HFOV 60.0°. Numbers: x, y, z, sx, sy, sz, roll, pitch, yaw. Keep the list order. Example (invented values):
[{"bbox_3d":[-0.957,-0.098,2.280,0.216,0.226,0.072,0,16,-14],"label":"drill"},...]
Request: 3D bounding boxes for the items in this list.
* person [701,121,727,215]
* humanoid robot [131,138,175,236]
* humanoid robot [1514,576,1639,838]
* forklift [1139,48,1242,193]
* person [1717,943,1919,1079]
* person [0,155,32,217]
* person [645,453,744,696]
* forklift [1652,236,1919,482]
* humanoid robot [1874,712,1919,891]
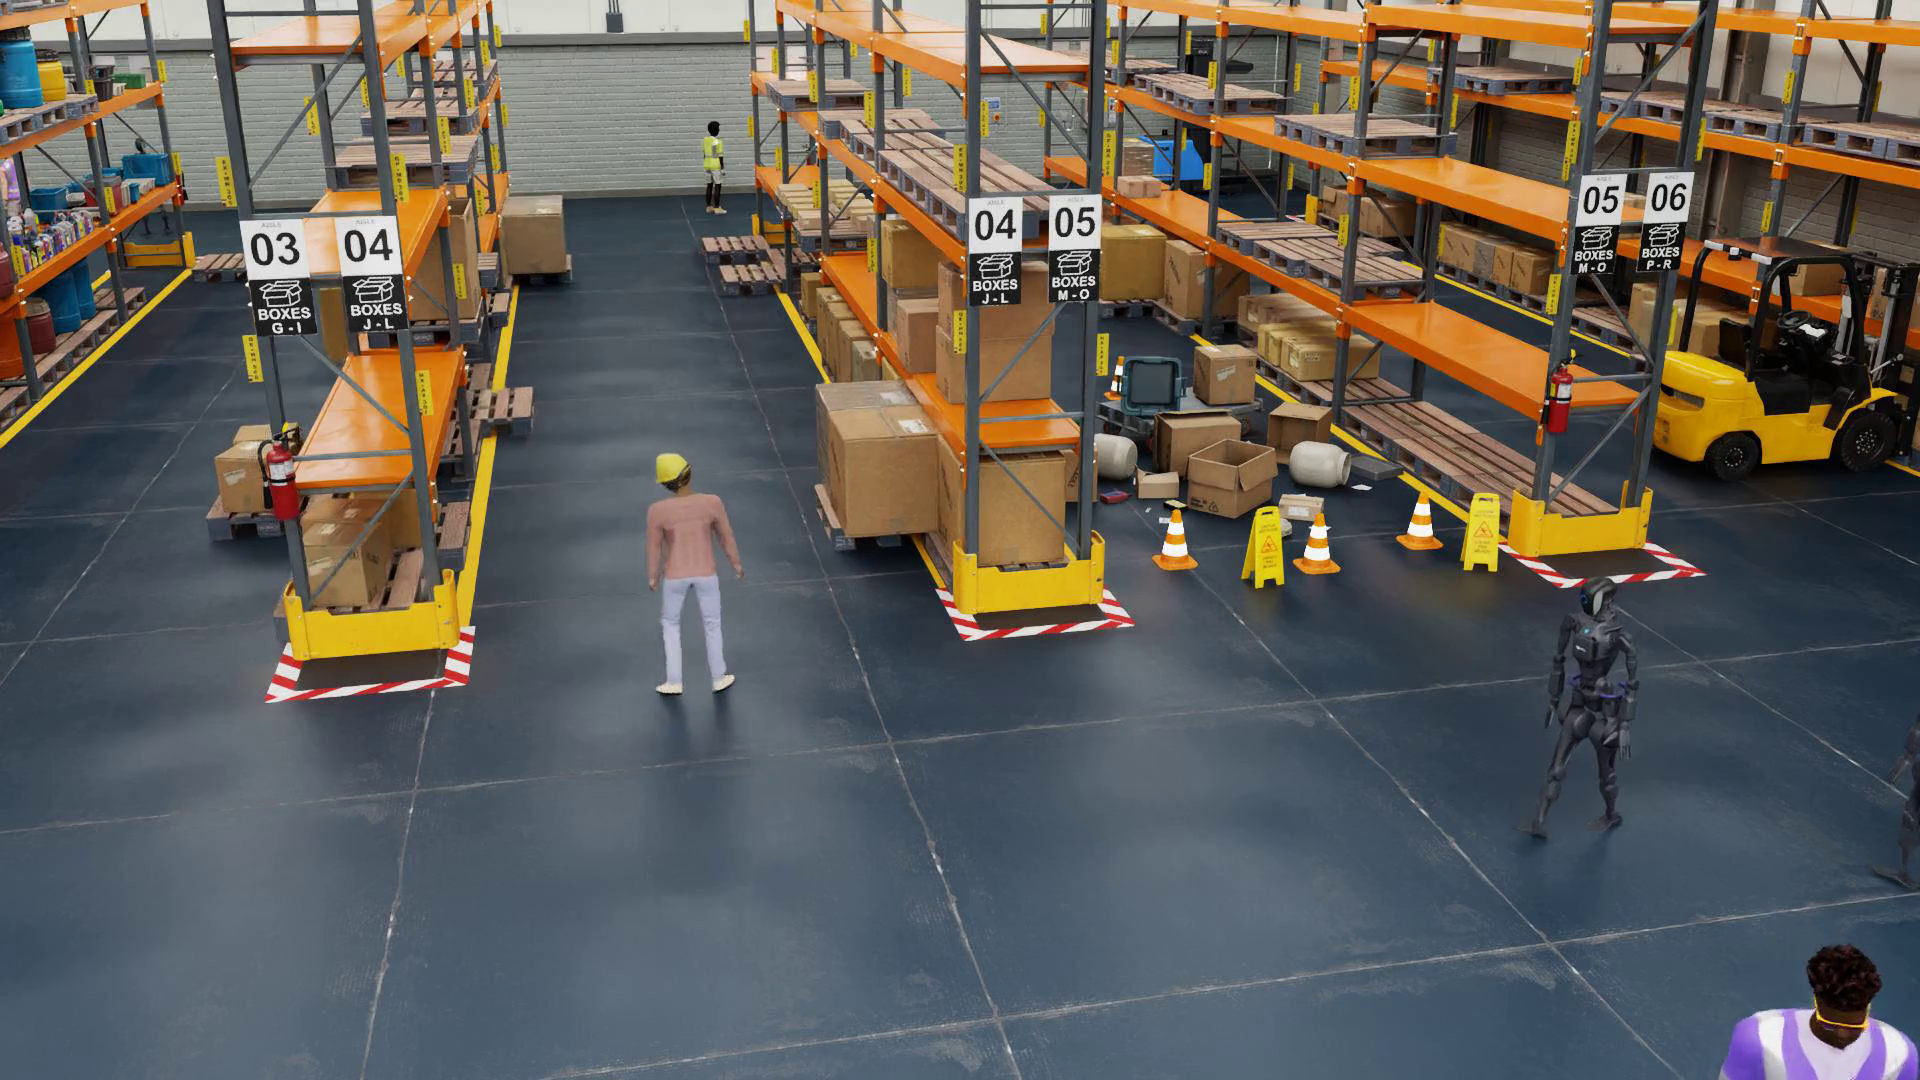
[{"bbox_3d":[-4.522,-6.842,30.588,0.537,1.686,0.321,17,26,38],"label":"person"},{"bbox_3d":[-13.911,-6.073,28.530,0.616,1.640,0.384,-5,21,-13],"label":"humanoid robot"},{"bbox_3d":[3.624,0.994,9.565,0.770,1.628,0.611,-12,23,-29],"label":"humanoid robot"},{"bbox_3d":[4.566,-8.313,32.860,1.873,2.768,1.129,-4,21,-12],"label":"forklift"},{"bbox_3d":[2.942,2.226,5.805,0.642,1.942,0.439,2,20,6],"label":"person"},{"bbox_3d":[-15.369,-5.564,27.150,0.350,1.688,0.488,11,23,27],"label":"person"},{"bbox_3d":[-1.810,0.244,11.436,0.682,1.744,0.384,-4,21,-11],"label":"person"},{"bbox_3d":[8.013,-1.814,16.330,2.313,2.155,1.214,-4,21,-12],"label":"forklift"},{"bbox_3d":[5.386,1.182,9.001,0.592,1.650,0.408,-5,21,-13],"label":"humanoid robot"}]
